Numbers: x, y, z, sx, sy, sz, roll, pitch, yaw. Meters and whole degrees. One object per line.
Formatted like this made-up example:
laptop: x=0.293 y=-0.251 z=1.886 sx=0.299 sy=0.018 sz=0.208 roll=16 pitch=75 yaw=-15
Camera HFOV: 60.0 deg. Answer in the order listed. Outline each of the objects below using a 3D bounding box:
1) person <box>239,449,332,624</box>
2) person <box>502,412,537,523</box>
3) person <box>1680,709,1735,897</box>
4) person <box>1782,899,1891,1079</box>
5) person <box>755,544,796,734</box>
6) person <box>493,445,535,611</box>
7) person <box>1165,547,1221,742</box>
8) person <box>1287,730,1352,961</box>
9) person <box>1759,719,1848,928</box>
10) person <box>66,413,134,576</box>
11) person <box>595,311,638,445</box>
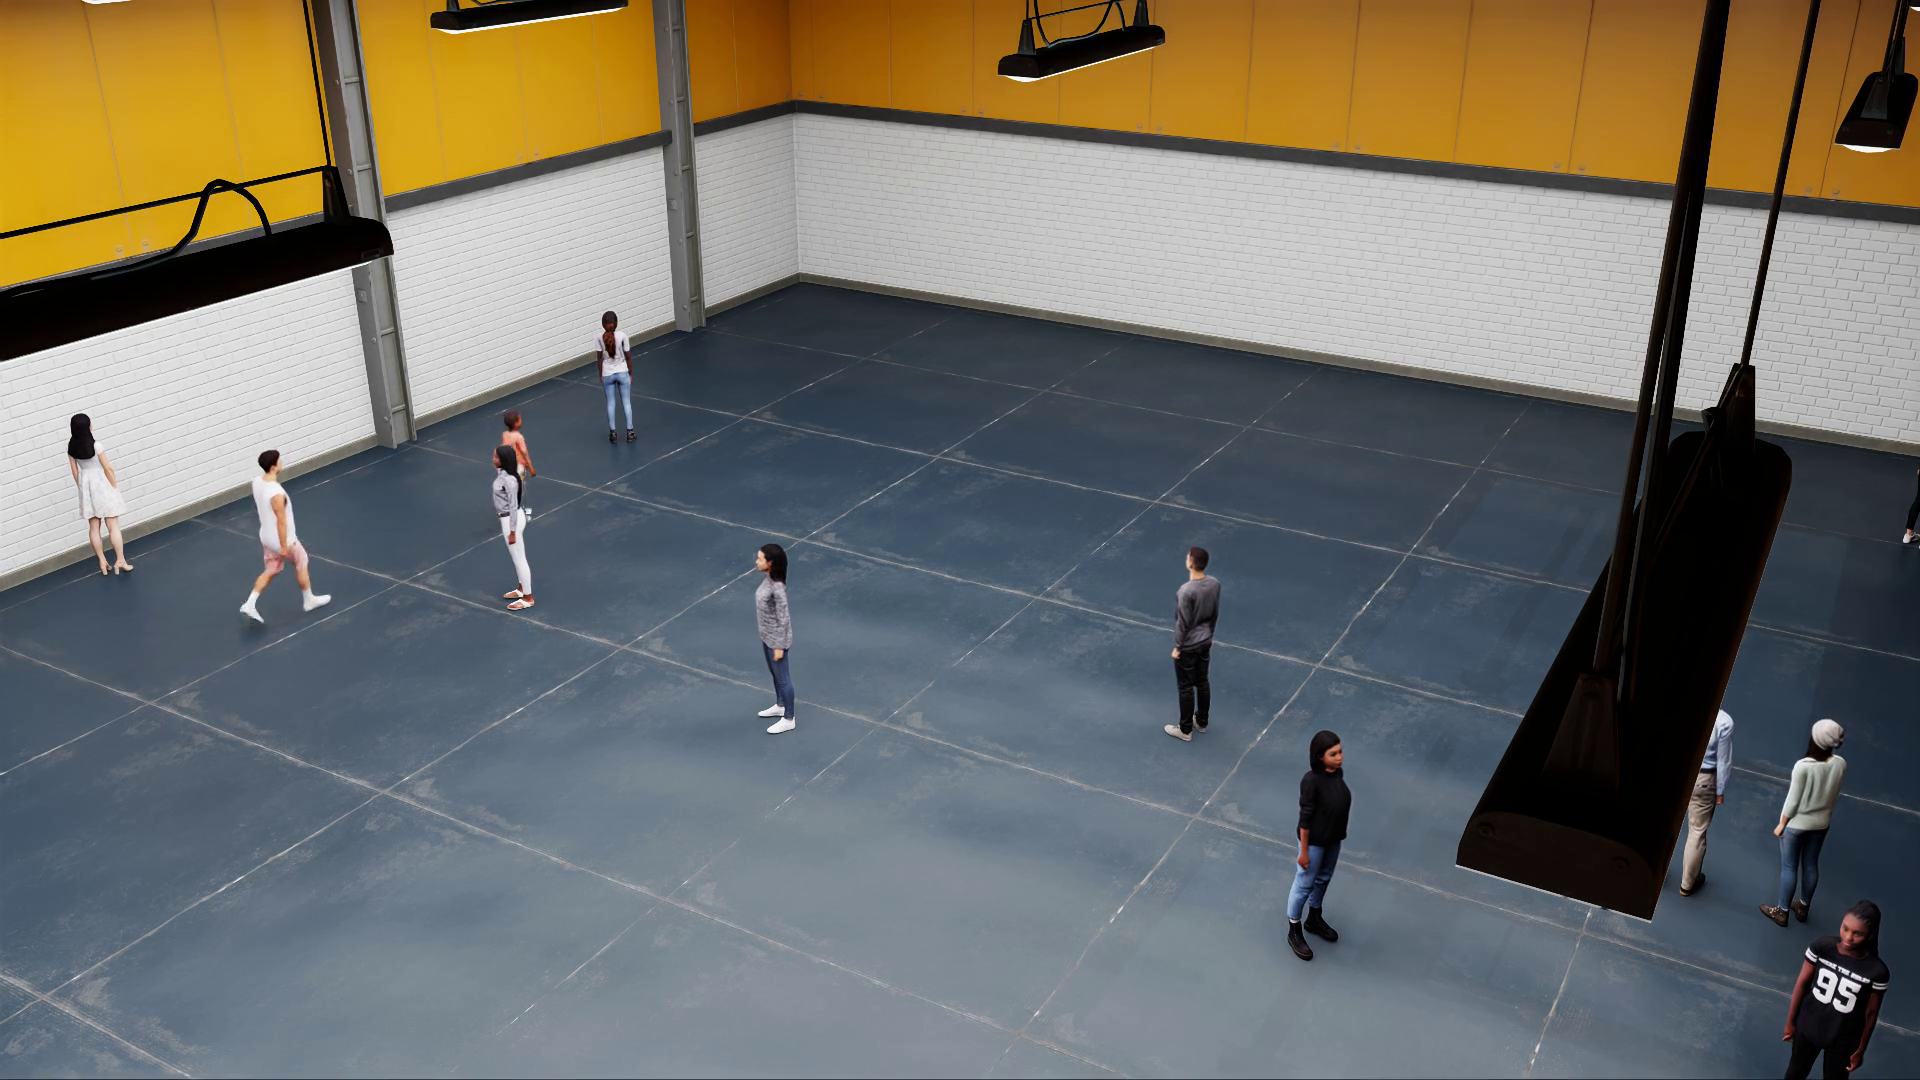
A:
person: x=-6.774 y=-0.004 z=16.304 sx=0.740 sy=1.752 sz=1.162 roll=18 pitch=29 yaw=35
person: x=-5.035 y=-0.793 z=18.674 sx=0.604 sy=1.299 sz=0.558 roll=-21 pitch=31 yaw=-39
person: x=5.350 y=1.745 z=12.184 sx=0.657 sy=1.846 sz=0.597 roll=15 pitch=28 yaw=31
person: x=5.090 y=2.877 z=9.742 sx=0.656 sy=1.729 sz=0.645 roll=20 pitch=30 yaw=38
person: x=-1.598 y=0.828 z=14.426 sx=0.725 sy=1.732 sz=0.689 roll=-8 pitch=25 yaw=-19
person: x=-4.482 y=-0.150 z=16.674 sx=0.716 sy=1.724 sz=0.669 roll=-8 pitch=25 yaw=-18
person: x=2.003 y=0.880 z=14.272 sx=0.594 sy=1.760 sz=0.748 roll=-18 pitch=29 yaw=-35
person: x=2.497 y=2.090 z=11.581 sx=0.572 sy=1.697 sz=0.695 roll=-19 pitch=30 yaw=-37
person: x=6.033 y=1.998 z=11.859 sx=0.636 sy=1.644 sz=0.681 roll=-5 pitch=24 yaw=-11
person: x=-9.003 y=-0.480 z=17.364 sx=0.762 sy=1.775 sz=0.790 roll=1 pitch=24 yaw=2
person: x=-4.363 y=-2.073 z=21.079 sx=0.672 sy=1.719 sz=0.705 roll=-2 pitch=24 yaw=-6
